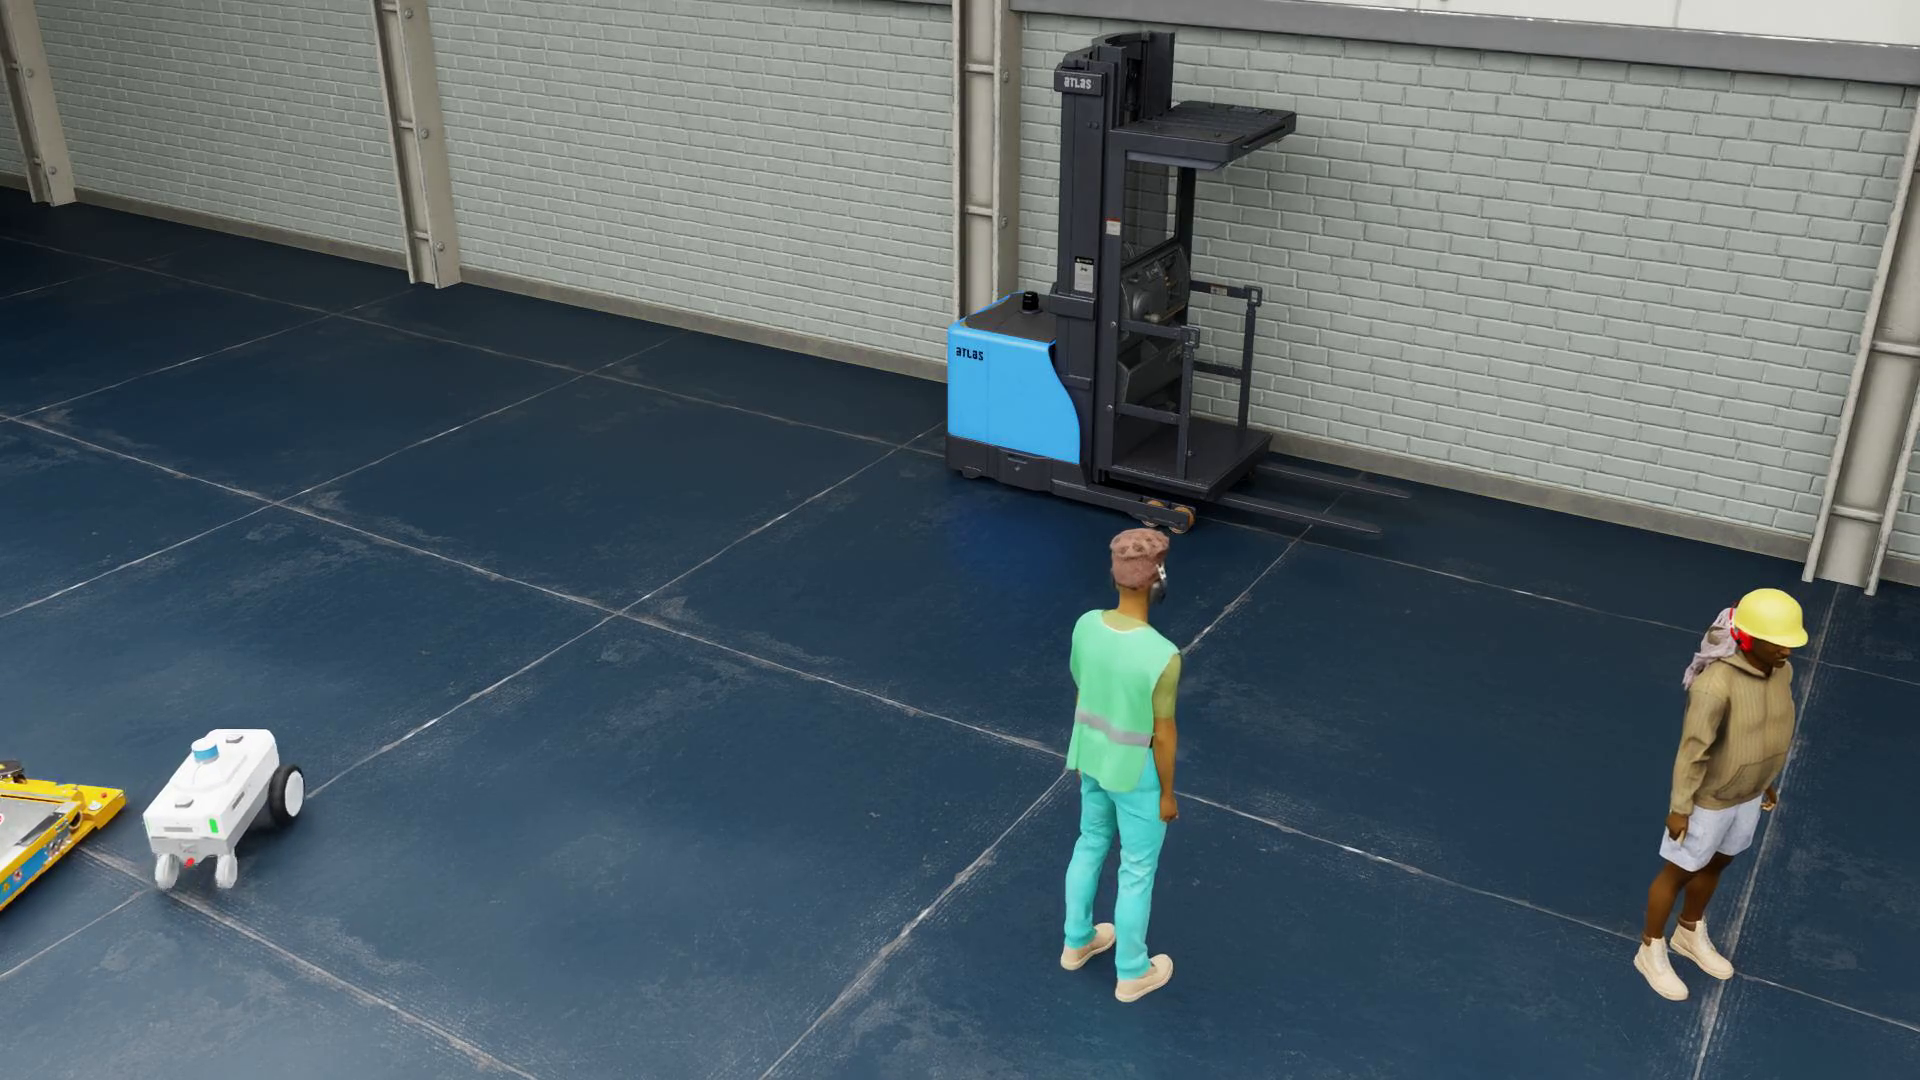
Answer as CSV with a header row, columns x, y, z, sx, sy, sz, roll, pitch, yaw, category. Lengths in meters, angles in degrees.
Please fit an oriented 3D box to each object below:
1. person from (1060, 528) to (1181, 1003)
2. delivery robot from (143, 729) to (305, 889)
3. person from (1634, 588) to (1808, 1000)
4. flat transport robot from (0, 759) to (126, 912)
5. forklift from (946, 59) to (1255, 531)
x,y,z,sx,sy,sz,roll,pitch,yaw,category
0.617,0.881,6.417,0.384,1.972,0.479,-21,33,-38,person
-3.333,1.166,7.478,0.499,0.612,0.816,1,25,1,delivery robot
2.955,0.965,6.469,0.543,1.759,0.404,-12,28,-24,person
-4.365,1.443,7.206,0.659,0.231,1.431,4,26,9,flat transport robot
0.933,-1.707,10.833,1.873,2.768,1.129,15,29,28,forklift
